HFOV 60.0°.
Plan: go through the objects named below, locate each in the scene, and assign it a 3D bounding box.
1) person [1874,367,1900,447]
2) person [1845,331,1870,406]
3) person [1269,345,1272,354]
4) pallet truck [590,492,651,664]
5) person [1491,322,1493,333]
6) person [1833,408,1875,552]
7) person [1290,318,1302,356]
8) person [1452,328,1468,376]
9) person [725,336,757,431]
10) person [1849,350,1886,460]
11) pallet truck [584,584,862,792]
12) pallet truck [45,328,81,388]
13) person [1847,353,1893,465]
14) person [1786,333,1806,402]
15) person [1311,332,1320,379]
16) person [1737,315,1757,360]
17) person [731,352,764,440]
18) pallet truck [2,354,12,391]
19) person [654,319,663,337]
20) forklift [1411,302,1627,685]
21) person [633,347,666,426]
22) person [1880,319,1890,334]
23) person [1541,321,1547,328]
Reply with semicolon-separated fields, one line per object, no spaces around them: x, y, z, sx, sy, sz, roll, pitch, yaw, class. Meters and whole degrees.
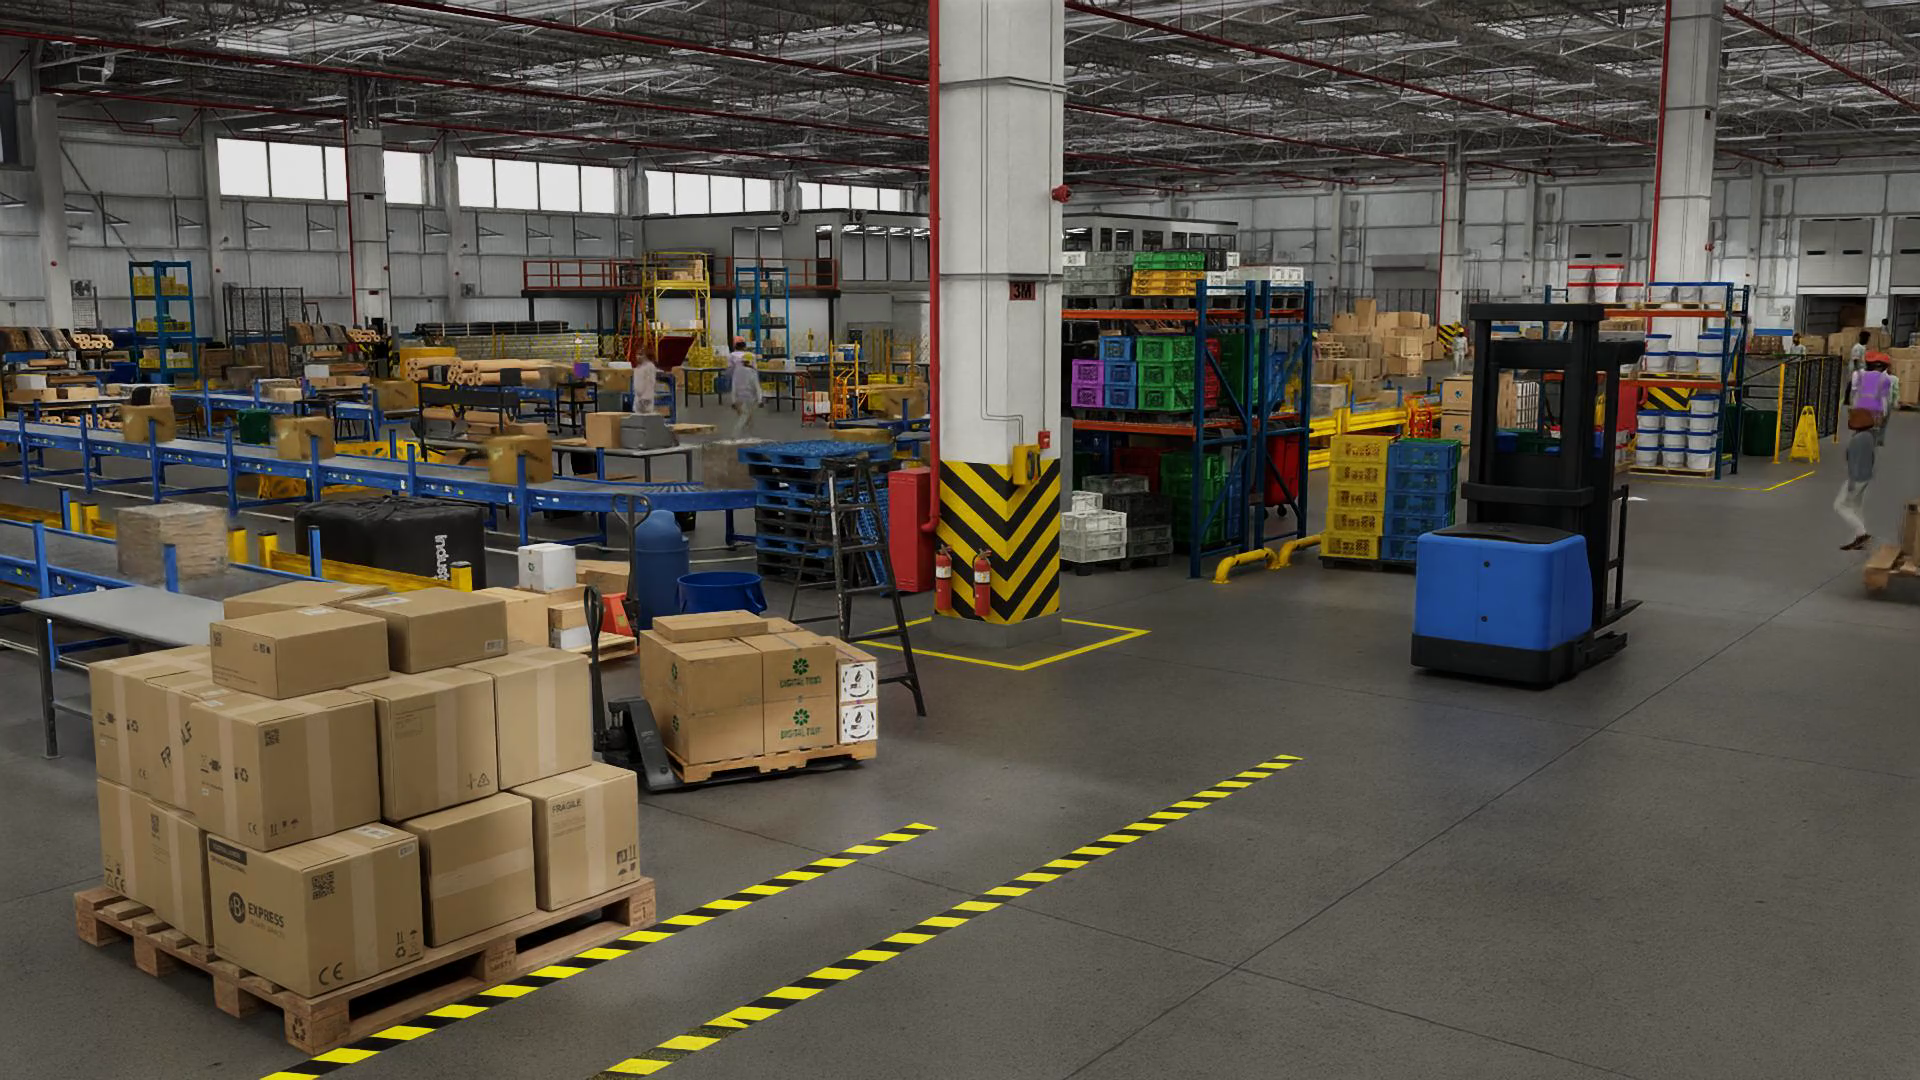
17.425;-2.556;31.377;0.514;1.610;0.539;3;9;19;person
23.111;-4.408;42.770;0.625;1.947;0.431;-6;10;-36;person
14.623;-9.805;79.498;0.979;1.829;0.596;6;10;36;person
-3.115;0.344;12.883;0.653;1.274;1.630;7;11;37;pallet truck
25.455;-9.908;80.074;0.643;1.872;0.981;-5;10;-28;person
10.009;-0.665;18.610;0.519;1.617;0.346;-8;12;-44;person
15.519;-9.429;76.721;0.575;1.907;0.526;5;10;31;person
17.147;-6.404;56.960;0.512;1.705;0.823;0;8;2;person
-4.577;-3.268;34.860;0.733;2.005;0.511;-3;9;-17;person
15.816;-2.346;28.988;0.557;1.908;0.760;4;10;27;person
-1.426;0.805;10.019;1.601;1.201;0.680;-4;9;-26;pallet truck
-23.775;-4.544;43.495;1.885;1.965;0.823;6;10;35;pallet truck
15.266;-2.177;27.864;0.592;1.897;0.602;-5;10;-31;person
21.647;-4.428;43.123;0.328;1.877;0.513;-3;9;-19;person
10.391;-5.236;48.979;0.349;1.759;0.522;-8;12;-43;person
34.198;-8.800;72.374;0.991;1.956;0.602;8;12;44;person
-4.083;-2.657;31.502;0.581;1.789;0.921;8;12;43;person
-24.881;-4.417;42.634;1.885;1.965;0.823;8;11;41;pallet truck
-12.427;-8.127;68.179;0.505;1.839;0.344;1;8;3;person
4.379;-0.438;12.852;1.129;2.768;1.873;7;11;37;forklift
-5.971;-2.744;31.764;0.644;1.878;0.805;8;12;44;person
38.758;-8.367;69.791;0.429;1.845;0.622;3;9;20;person
24.296;-8.247;69.029;0.431;1.835;0.623;-3;9;-18;person
